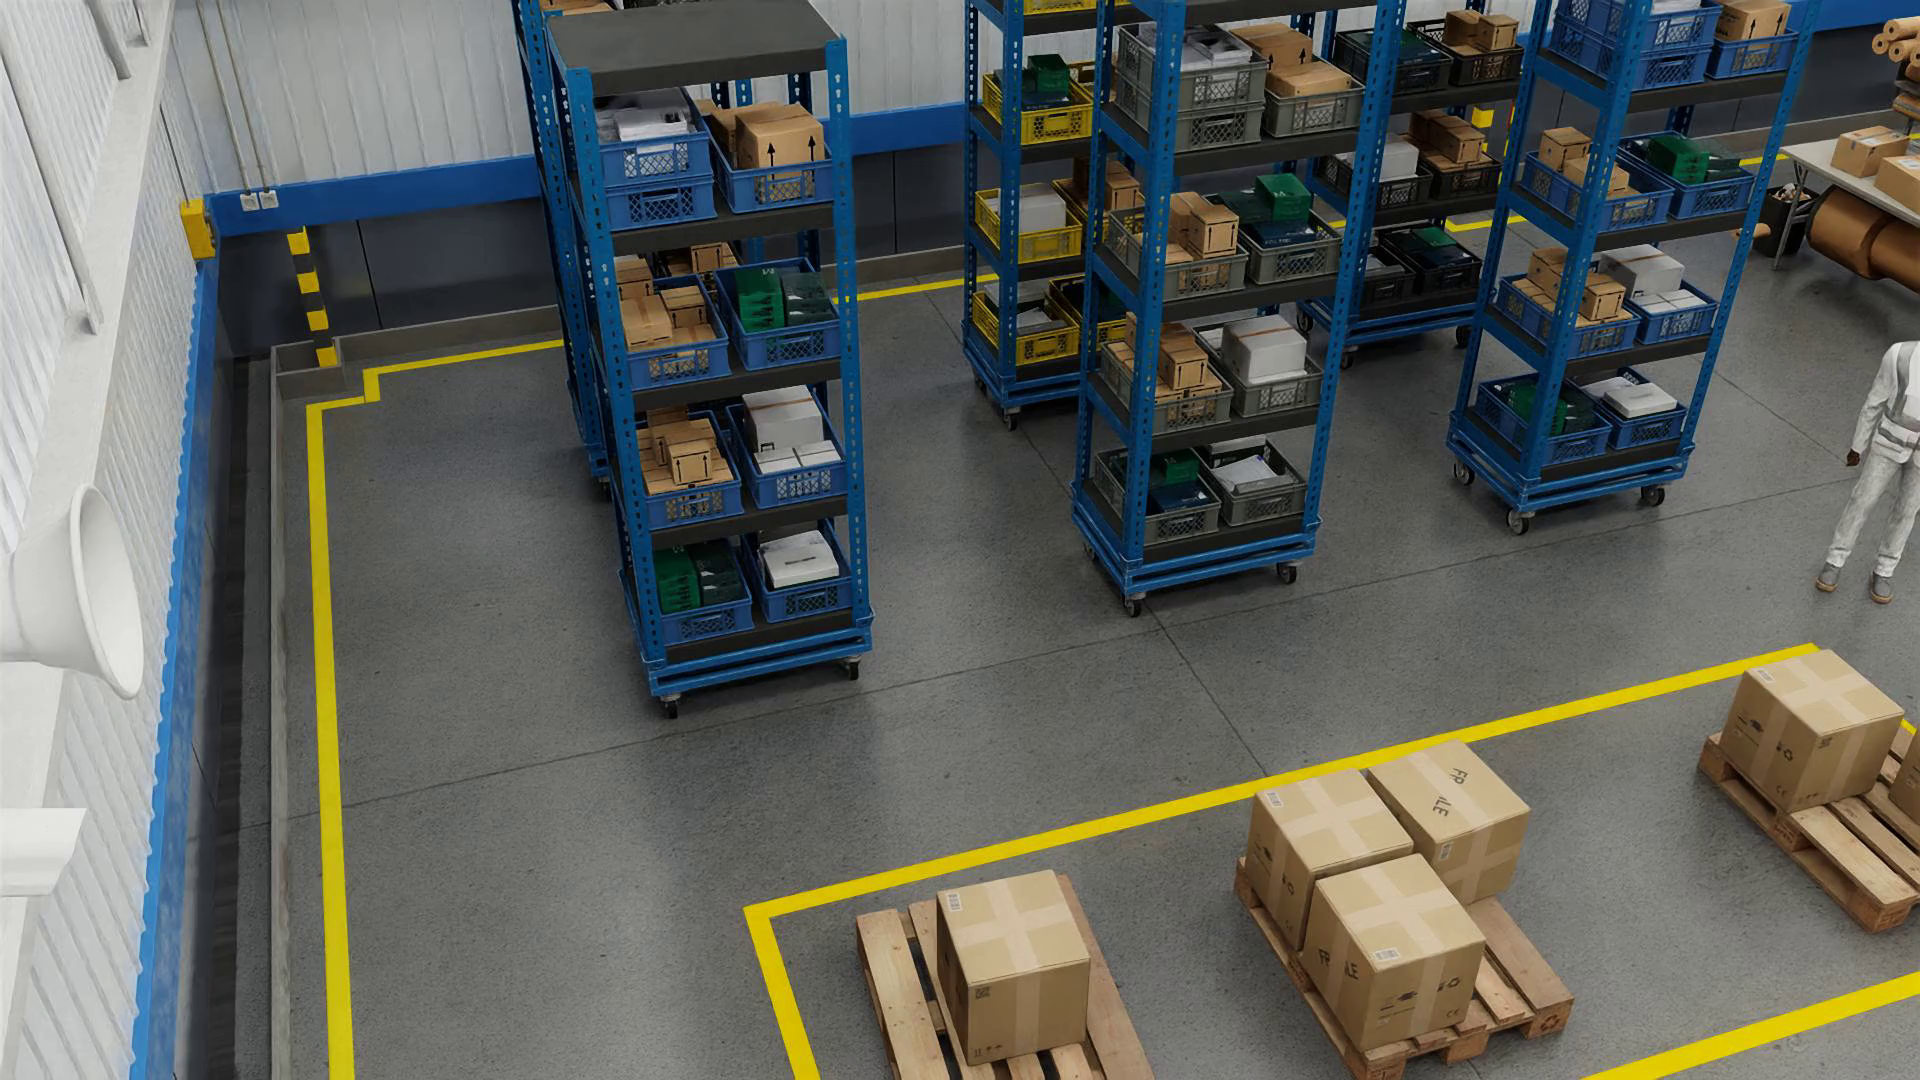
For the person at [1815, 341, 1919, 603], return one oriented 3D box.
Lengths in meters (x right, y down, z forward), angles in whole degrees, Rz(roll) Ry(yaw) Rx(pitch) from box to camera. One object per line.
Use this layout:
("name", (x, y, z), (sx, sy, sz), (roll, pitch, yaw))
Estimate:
("person", (5.331, -0.495, 9.356), (0.585, 1.881, 0.342), (14, 38, 19))
